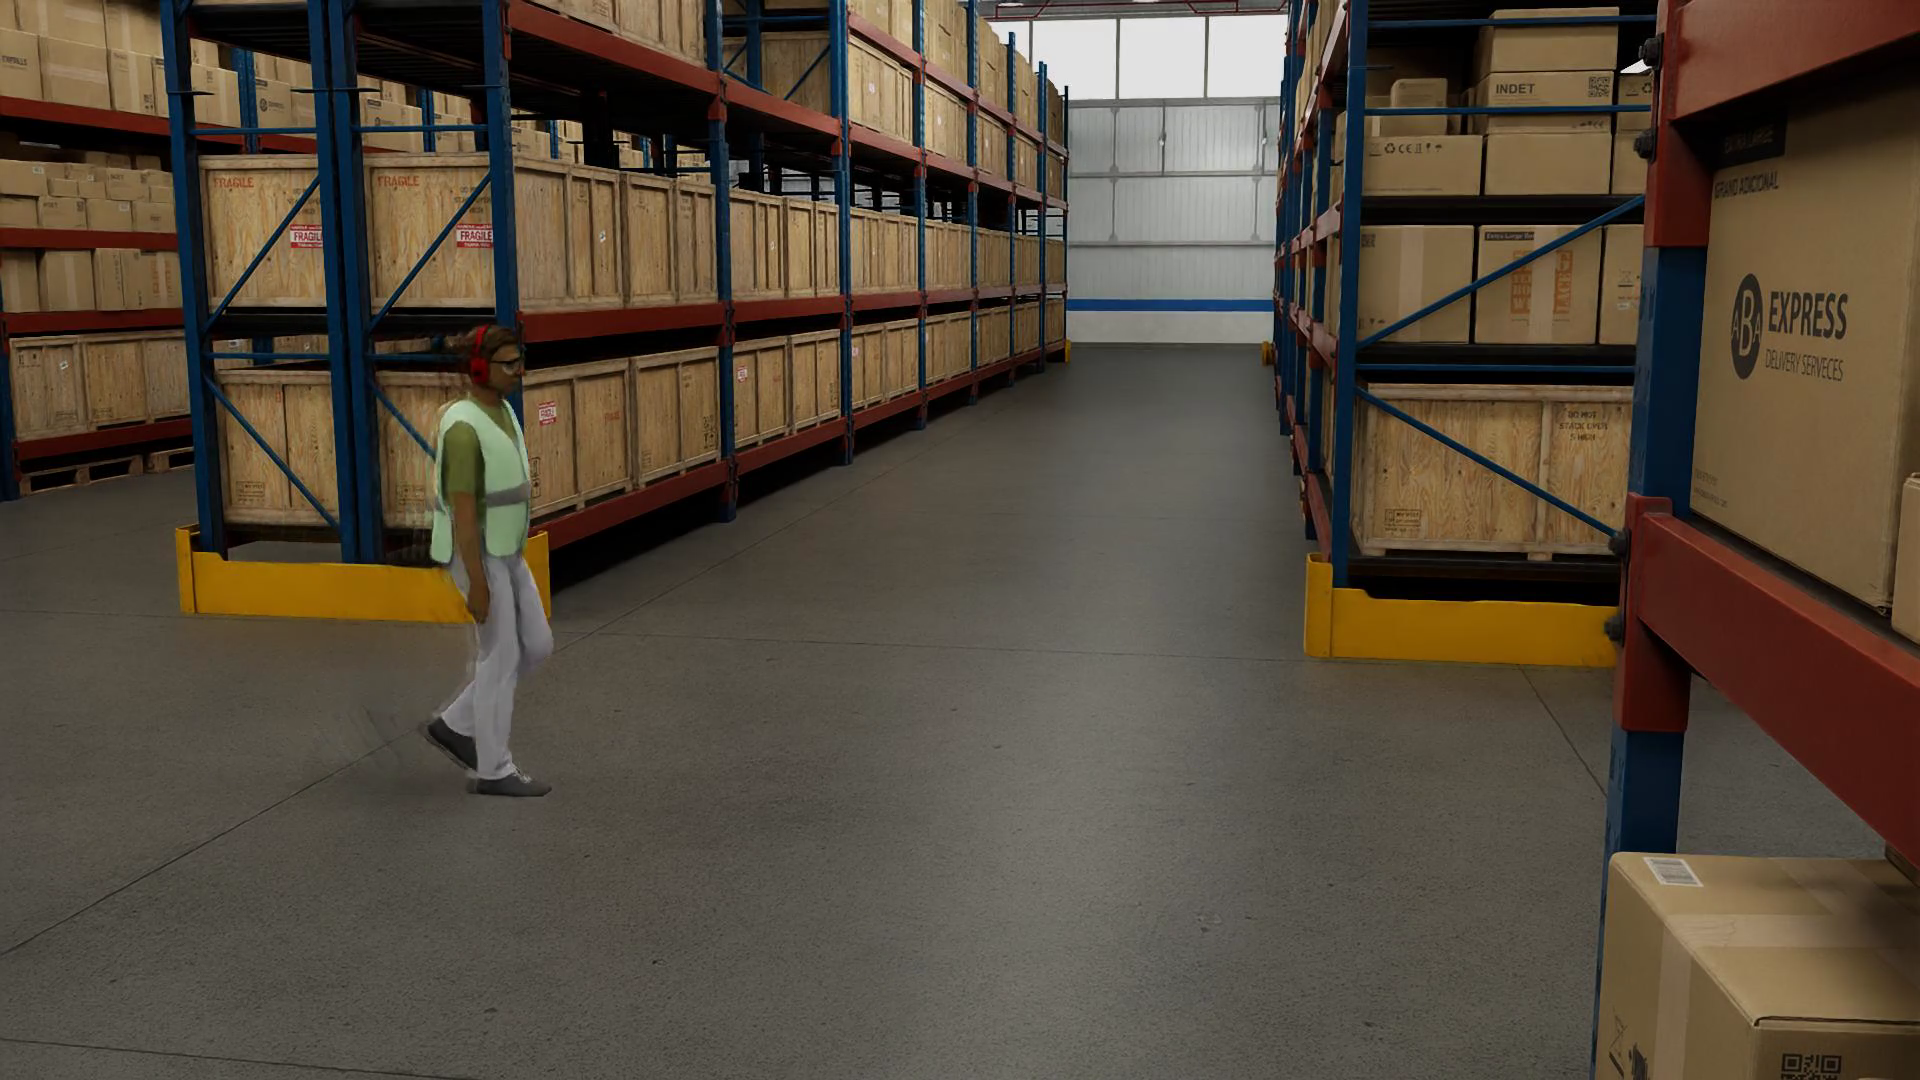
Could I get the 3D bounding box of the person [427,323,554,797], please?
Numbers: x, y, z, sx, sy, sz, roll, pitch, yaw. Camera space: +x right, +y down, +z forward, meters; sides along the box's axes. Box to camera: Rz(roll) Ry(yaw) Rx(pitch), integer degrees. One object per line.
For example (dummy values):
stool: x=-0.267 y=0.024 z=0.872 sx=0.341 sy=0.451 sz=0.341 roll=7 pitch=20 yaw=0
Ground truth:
person: x=-1.800 y=0.087 z=6.386 sx=0.442 sy=1.828 sz=0.595 roll=0 pitch=9 yaw=0
